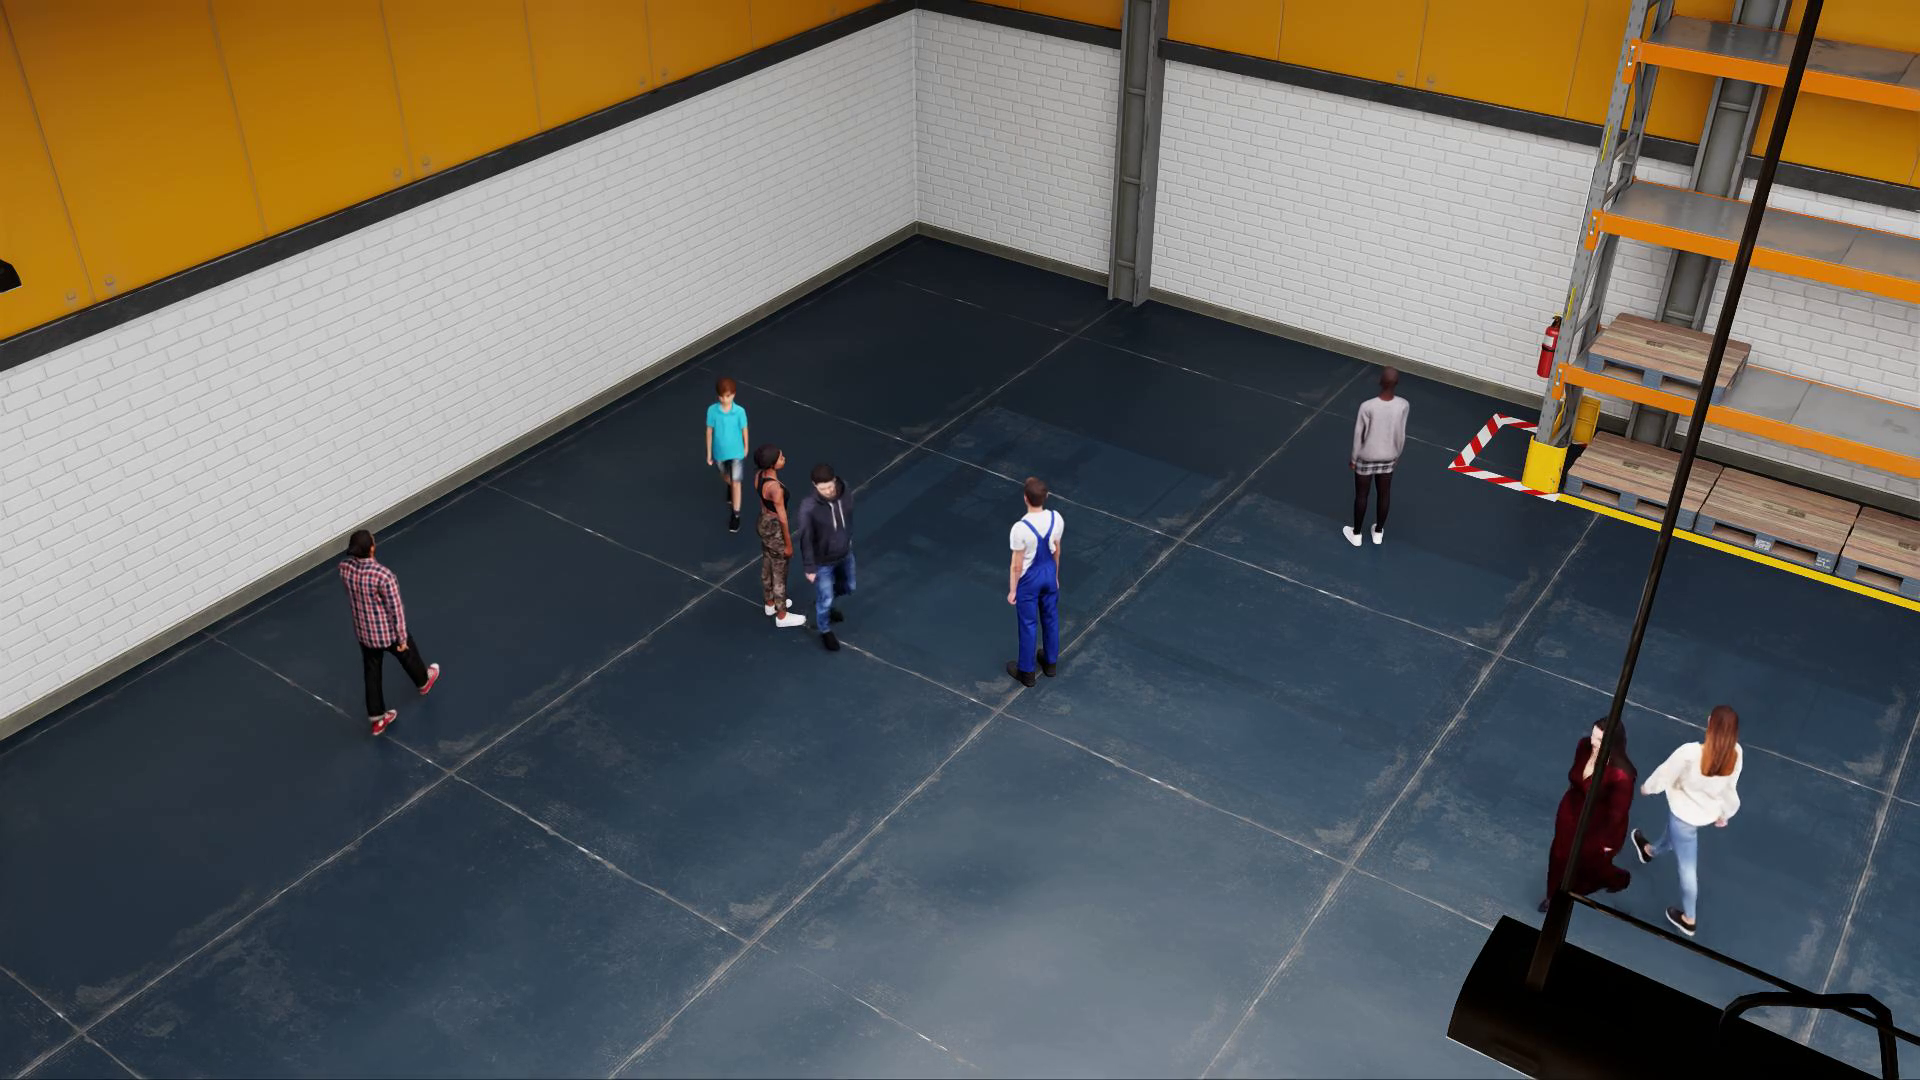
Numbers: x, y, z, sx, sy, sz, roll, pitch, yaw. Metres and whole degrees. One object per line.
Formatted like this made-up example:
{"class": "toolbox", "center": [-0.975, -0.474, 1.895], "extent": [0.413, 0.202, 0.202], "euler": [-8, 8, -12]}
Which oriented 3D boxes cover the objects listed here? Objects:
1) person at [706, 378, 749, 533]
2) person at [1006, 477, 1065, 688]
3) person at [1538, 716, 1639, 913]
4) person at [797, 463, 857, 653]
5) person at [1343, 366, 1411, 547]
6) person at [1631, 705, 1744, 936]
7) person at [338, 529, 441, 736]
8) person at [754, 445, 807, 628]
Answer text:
{"class": "person", "center": [-2.132, -0.869, 15.301], "extent": [0.970, 1.422, 0.880], "euler": [3, 34, 4]}
{"class": "person", "center": [0.596, 0.326, 13.116], "extent": [0.719, 1.849, 0.731], "euler": [-16, 37, -23]}
{"class": "person", "center": [4.240, 1.829, 10.963], "extent": [0.964, 1.732, 0.955], "euler": [-10, 35, -15]}
{"class": "person", "center": [-1.076, 0.093, 13.468], "extent": [0.932, 1.849, 0.830], "euler": [23, 40, 30]}
{"class": "person", "center": [3.711, -0.745, 14.795], "extent": [0.679, 1.774, 0.755], "euler": [-3, 34, -4]}
{"class": "person", "center": [4.877, 1.877, 10.980], "extent": [1.114, 1.632, 1.182], "euler": [-7, 34, -10]}
{"class": "person", "center": [-4.455, 0.717, 12.651], "extent": [1.120, 1.714, 1.010], "euler": [8, 34, 11]}
{"class": "person", "center": [-1.543, -0.054, 13.823], "extent": [0.717, 1.700, 0.611], "euler": [-16, 37, -23]}
